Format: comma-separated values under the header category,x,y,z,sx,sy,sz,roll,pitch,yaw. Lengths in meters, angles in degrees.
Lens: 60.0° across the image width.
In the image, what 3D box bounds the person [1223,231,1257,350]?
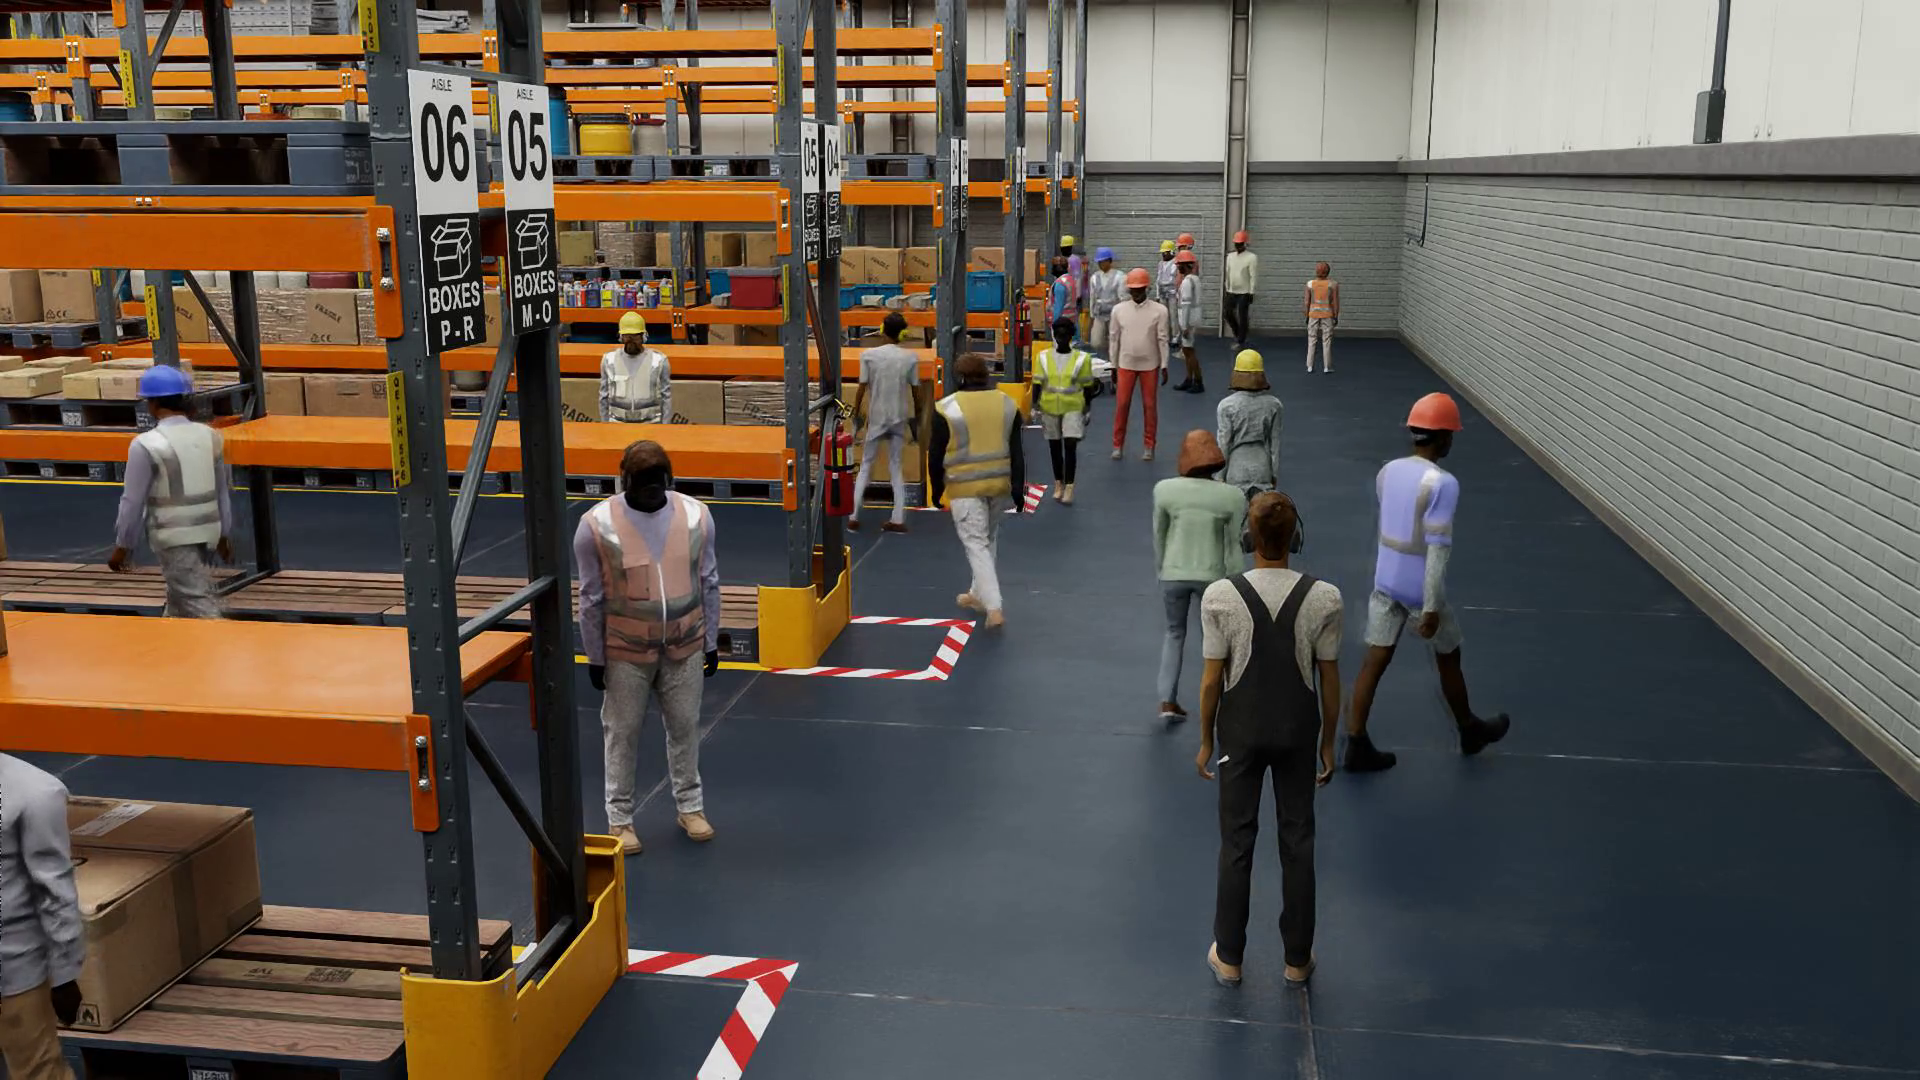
category,x,y,z,sx,sy,sz,roll,pitch,yaw
person,4.653,-4.146,27.716,0.646,1.979,0.431,12,17,43

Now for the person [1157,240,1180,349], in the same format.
category,x,y,z,sx,sy,sz,roll,pitch,yaw
person,3.529,-4.139,28.073,0.404,1.820,0.597,-9,16,-36

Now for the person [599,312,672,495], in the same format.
category,x,y,z,sx,sy,sz,roll,pitch,yaw
person,-2.663,-0.955,13.656,0.590,1.833,0.404,-1,13,-6

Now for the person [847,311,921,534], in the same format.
category,x,y,z,sx,sy,sz,roll,pitch,yaw
person,-0.626,-0.960,13.681,0.579,1.832,0.411,-2,13,-8

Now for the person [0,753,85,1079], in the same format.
category,x,y,z,sx,sy,sz,roll,pitch,yaw
person,-2.637,1.131,4.456,0.561,1.742,0.362,2,13,7

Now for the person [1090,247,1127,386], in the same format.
category,x,y,z,sx,sy,sz,roll,pitch,yaw
person,2.057,-3.111,23.182,0.614,1.923,0.438,8,15,31

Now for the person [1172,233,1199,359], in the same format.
category,x,y,z,sx,sy,sz,roll,pitch,yaw
person,3.604,-3.886,26.545,0.407,1.987,0.614,-1,13,-6

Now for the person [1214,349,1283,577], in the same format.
category,x,y,z,sx,sy,sz,roll,pitch,yaw
person,1.995,-0.459,11.622,0.494,1.741,0.308,-3,13,-15

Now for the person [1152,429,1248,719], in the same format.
category,x,y,z,sx,sy,sz,roll,pitch,yaw
person,1.271,0.215,8.872,0.515,1.614,0.368,2,13,9

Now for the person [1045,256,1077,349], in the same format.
category,x,y,z,sx,sy,sz,roll,pitch,yaw
person,1.364,-2.927,22.572,0.431,1.836,0.618,4,13,18

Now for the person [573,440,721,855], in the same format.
category,x,y,z,sx,sy,sz,roll,pitch,yaw
person,-1.343,0.465,7.264,0.621,1.835,0.431,-6,14,-24

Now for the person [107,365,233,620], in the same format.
category,x,y,z,sx,sy,sz,roll,pitch,yaw
person,-4.415,-0.027,9.325,0.990,1.896,0.619,4,13,15

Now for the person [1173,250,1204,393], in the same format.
category,x,y,z,sx,sy,sz,roll,pitch,yaw
person,3.101,-2.943,22.447,0.475,1.923,0.574,5,14,22

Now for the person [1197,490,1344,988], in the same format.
category,x,y,z,sx,sy,sz,roll,pitch,yaw
person,1.111,0.732,6.027,0.505,1.840,0.346,1,13,6

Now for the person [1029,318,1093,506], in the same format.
category,x,y,z,sx,sy,sz,roll,pitch,yaw
person,0.881,-1.131,14.818,0.545,1.664,0.801,4,13,16

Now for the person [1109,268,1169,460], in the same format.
category,x,y,z,sx,sy,sz,roll,pitch,yaw
person,1.839,-1.804,17.149,0.627,1.983,0.406,3,13,12

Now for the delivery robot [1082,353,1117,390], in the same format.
category,x,y,z,sx,sy,sz,roll,pitch,yaw
delivery robot,1.777,-2.253,22.214,0.477,0.478,0.707,12,17,42

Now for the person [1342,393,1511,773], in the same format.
category,x,y,z,sx,sy,sz,roll,pitch,yaw
person,2.329,0.212,8.275,0.986,1.878,0.564,-6,14,-26

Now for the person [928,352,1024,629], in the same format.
category,x,y,z,sx,sy,sz,roll,pitch,yaw
person,0.134,-0.327,10.915,0.641,1.802,0.836,-7,14,-28

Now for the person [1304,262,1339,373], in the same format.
category,x,y,z,sx,sy,sz,roll,pitch,yaw
person,5.347,-3.285,24.609,0.514,1.643,0.307,5,14,23

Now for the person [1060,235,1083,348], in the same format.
category,x,y,z,sx,sy,sz,roll,pitch,yaw
person,1.834,-4.158,27.961,0.557,1.903,0.620,0,12,-1
